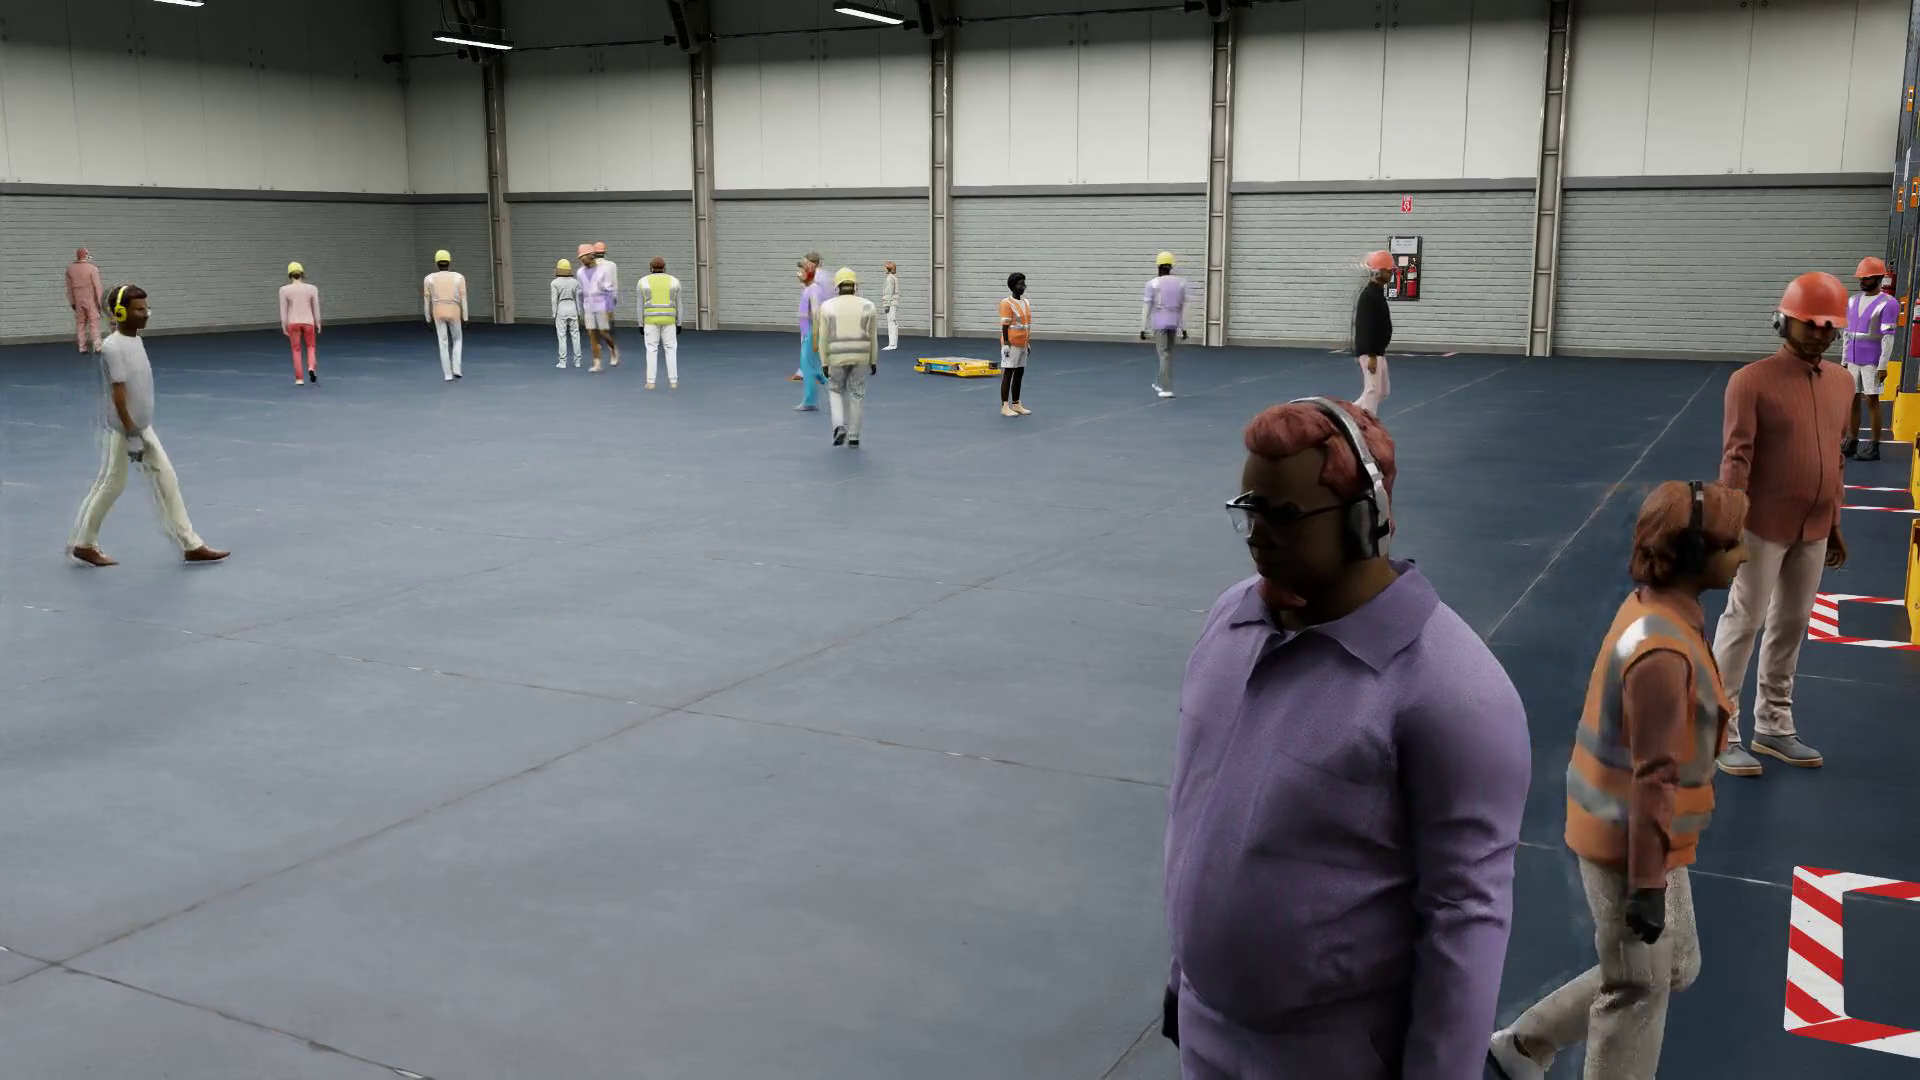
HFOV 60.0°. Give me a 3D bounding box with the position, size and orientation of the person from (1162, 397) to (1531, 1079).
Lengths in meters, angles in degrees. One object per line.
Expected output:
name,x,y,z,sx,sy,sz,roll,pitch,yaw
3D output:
person,0.504,0.734,2.509,0.407,1.905,0.639,-6,12,-29

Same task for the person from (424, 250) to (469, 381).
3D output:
person,-7.543,-3.295,24.446,0.624,1.906,0.612,-3,11,-14

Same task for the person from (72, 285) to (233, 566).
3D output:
person,-5.303,-0.715,10.663,0.995,1.822,0.544,0,10,-2

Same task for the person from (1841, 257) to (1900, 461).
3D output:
person,8.578,-1.710,15.781,0.386,1.930,0.541,-3,11,-16

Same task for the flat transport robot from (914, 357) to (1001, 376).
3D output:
flat transport robot,-0.049,-2.672,25.535,0.652,0.197,1.431,-7,13,-34

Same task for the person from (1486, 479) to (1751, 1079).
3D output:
person,1.441,0.665,3.631,0.427,1.628,0.521,5,11,24

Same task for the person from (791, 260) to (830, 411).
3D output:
person,-1.757,-2.475,20.206,0.550,1.828,0.588,-2,11,-10

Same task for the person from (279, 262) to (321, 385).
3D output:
person,-9.396,-3.078,23.701,0.548,1.752,0.392,-6,12,-30

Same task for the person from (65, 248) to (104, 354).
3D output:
person,-15.647,-4.280,29.837,0.652,1.906,0.402,2,11,10

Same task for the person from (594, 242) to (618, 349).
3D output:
person,-6.751,-4.605,31.359,0.612,1.997,0.375,-6,12,-31

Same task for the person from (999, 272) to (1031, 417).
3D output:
person,0.663,-2.301,19.617,0.316,1.695,0.542,7,13,34

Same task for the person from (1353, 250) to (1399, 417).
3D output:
person,4.052,-1.864,16.454,0.518,1.983,0.615,4,11,20

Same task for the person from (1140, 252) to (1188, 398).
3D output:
person,2.656,-2.860,22.109,0.612,1.893,0.871,-4,11,-22

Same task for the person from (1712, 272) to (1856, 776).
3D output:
person,3.272,-0.055,6.580,0.619,1.984,0.401,-4,11,-20

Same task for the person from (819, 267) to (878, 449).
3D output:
person,-1.110,-1.810,16.627,0.586,1.810,0.426,-1,10,-7

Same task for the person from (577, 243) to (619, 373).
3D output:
person,-5.664,-3.629,26.046,0.625,2.009,0.620,3,11,18

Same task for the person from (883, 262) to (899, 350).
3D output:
person,-1.289,-4.363,31.016,0.308,1.641,0.514,1,10,6

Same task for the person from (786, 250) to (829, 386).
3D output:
person,-2.172,-3.128,23.570,0.867,1.909,0.634,1,10,6

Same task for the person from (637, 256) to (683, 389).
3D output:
person,-4.177,-3.019,23.165,0.627,1.835,0.428,-3,11,-17

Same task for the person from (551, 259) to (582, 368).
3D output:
person,-6.376,-3.662,26.912,0.493,1.742,0.308,-6,12,-31
